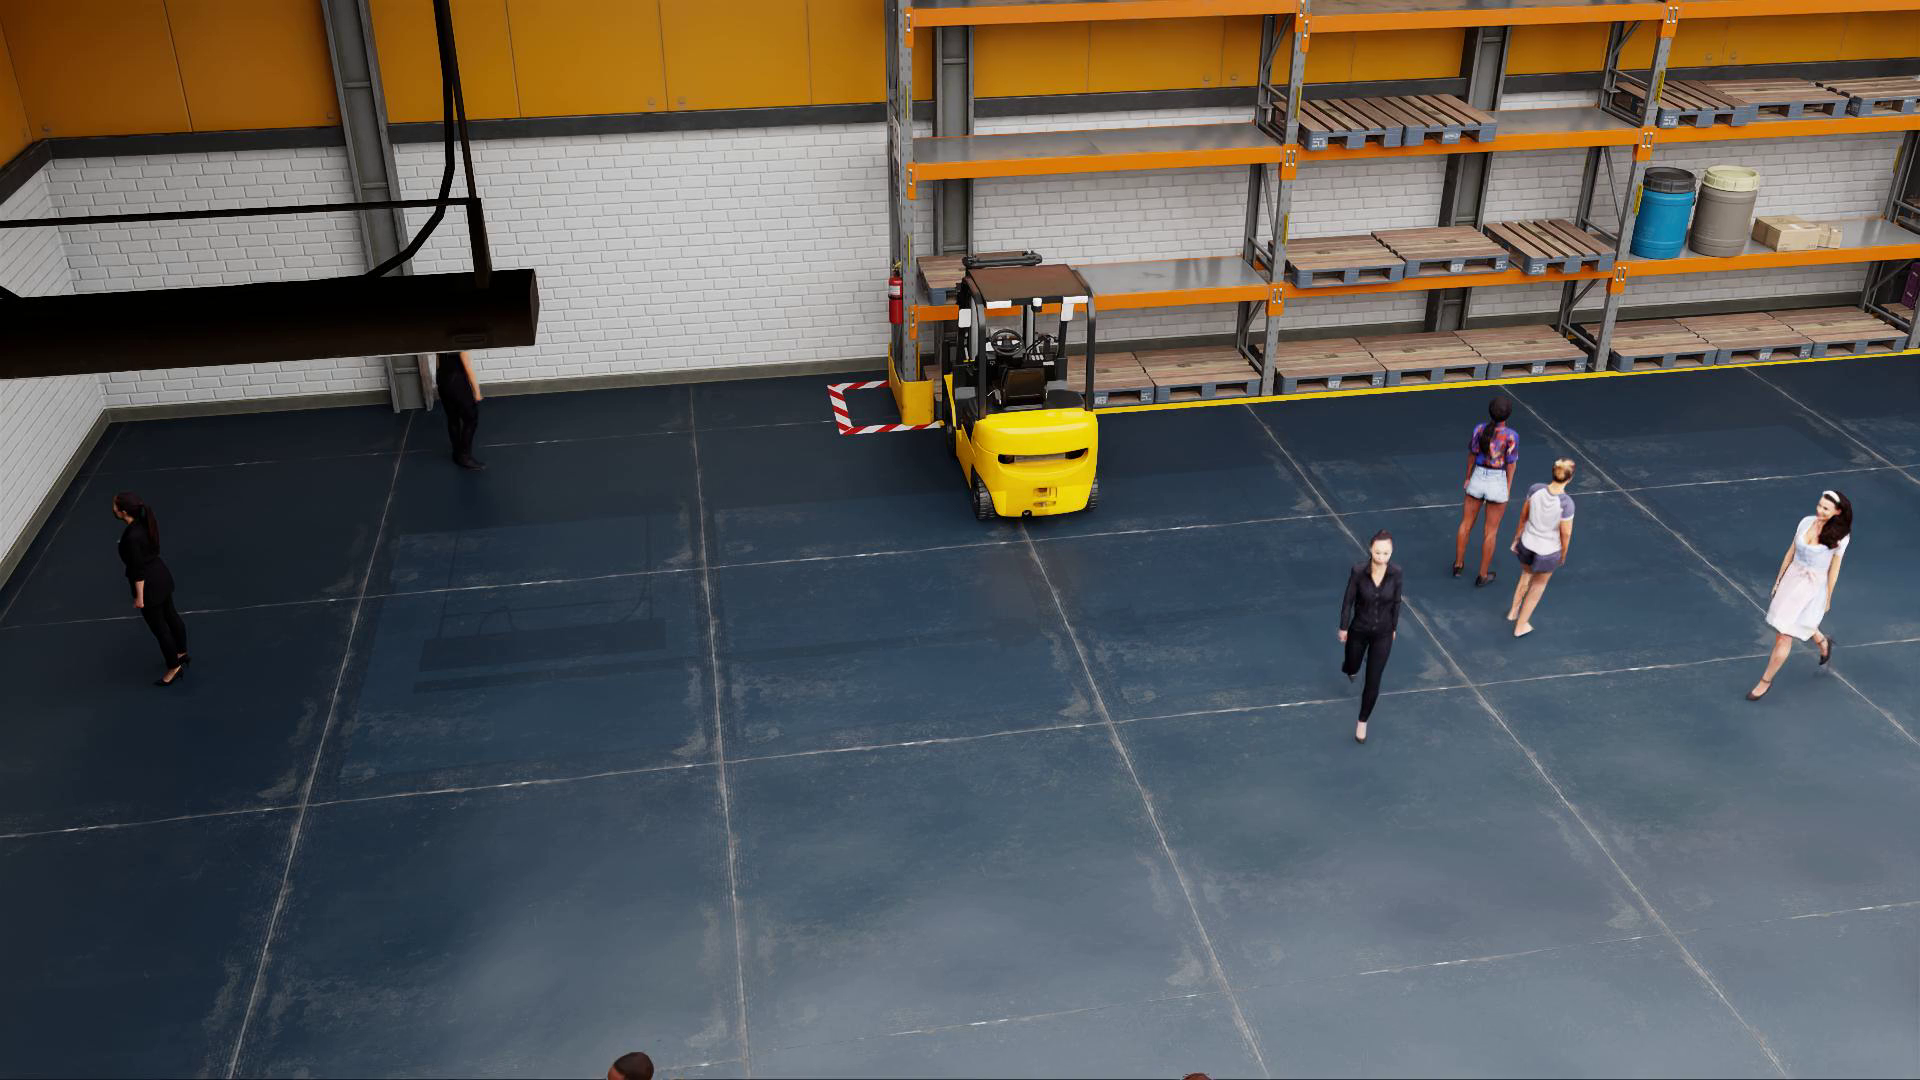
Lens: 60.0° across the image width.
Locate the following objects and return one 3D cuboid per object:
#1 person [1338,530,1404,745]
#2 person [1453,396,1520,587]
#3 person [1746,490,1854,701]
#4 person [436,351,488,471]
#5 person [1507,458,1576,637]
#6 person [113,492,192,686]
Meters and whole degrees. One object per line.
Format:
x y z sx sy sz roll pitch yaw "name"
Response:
3.070 0.677 12.529 1.005 1.691 0.831 3 29 5 "person"
4.607 -0.447 14.542 0.694 1.737 0.741 22 36 34 "person"
6.605 0.411 12.920 1.218 1.783 0.844 -13 31 -22 "person"
-5.066 -1.511 16.576 0.746 1.657 0.837 8 30 14 "person"
4.730 0.093 13.685 0.734 1.610 0.702 -22 36 -35 "person"
-6.375 0.366 13.131 0.576 1.662 0.619 -2 29 -4 "person"
